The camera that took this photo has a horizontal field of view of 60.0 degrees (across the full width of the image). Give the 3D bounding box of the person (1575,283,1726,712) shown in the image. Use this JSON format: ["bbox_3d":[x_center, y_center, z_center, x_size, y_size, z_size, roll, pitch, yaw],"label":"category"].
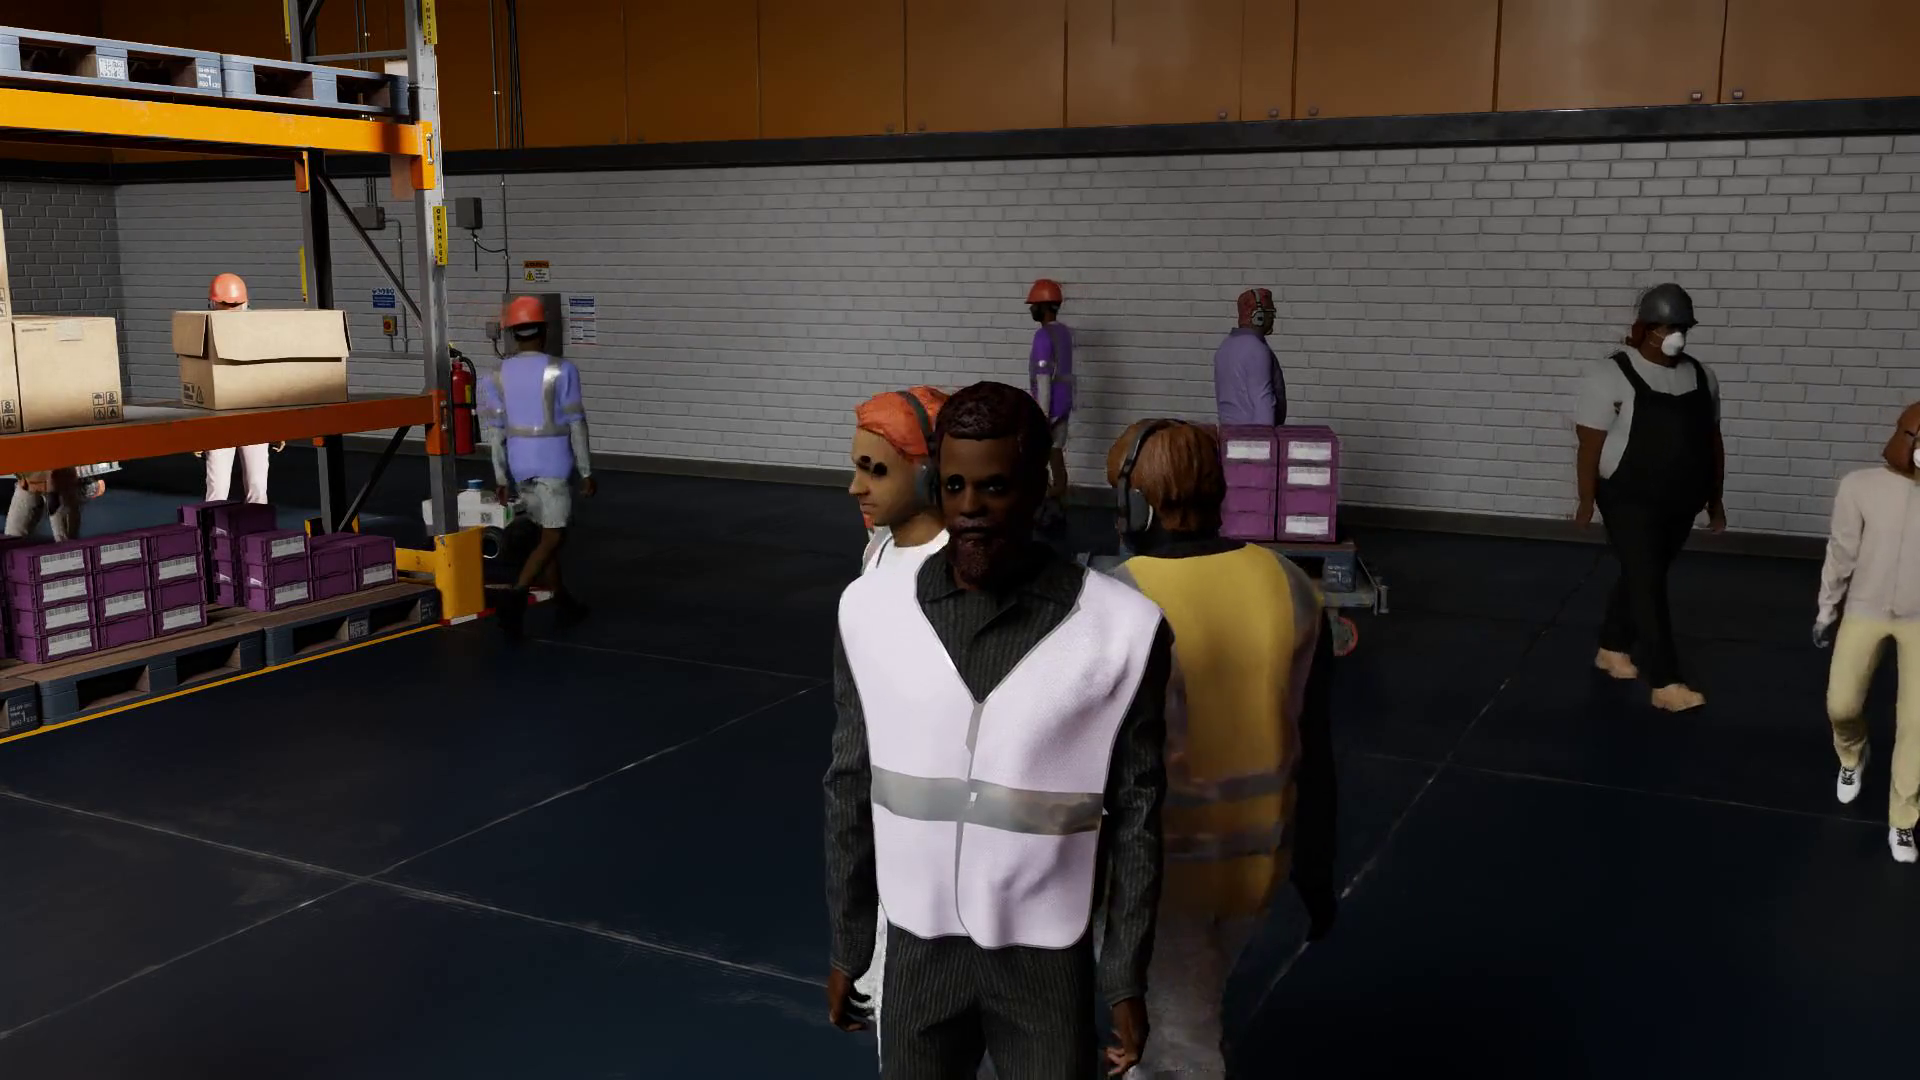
[{"bbox_3d":[3.344,-0.256,7.959,0.692,2.000,1.007,-2,10,-14],"label":"person"}]

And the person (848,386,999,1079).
[{"bbox_3d":[-0.039,0.601,3.521,0.557,1.865,0.582,-5,11,-25],"label":"person"}]

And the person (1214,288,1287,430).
[{"bbox_3d":[1.810,-0.592,10.287,0.407,1.910,0.640,-2,10,-14],"label":"person"}]

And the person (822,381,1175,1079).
[{"bbox_3d":[0.056,0.686,2.857,0.593,1.920,0.392,2,10,12],"label":"person"}]

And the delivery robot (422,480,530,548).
[{"bbox_3d":[-3.346,-0.175,11.514,0.707,0.478,0.477,3,10,15],"label":"delivery robot"}]

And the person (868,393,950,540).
[{"bbox_3d":[-0.089,0.279,6.036,0.507,1.631,0.265,-4,10,-20],"label":"person"}]

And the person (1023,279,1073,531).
[{"bbox_3d":[0.662,-1.017,12.691,0.417,1.922,0.561,5,11,27],"label":"person"}]

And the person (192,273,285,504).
[{"bbox_3d":[-4.777,-0.754,10.980,0.621,1.990,0.396,-8,13,-40],"label":"person"}]

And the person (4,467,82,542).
[{"bbox_3d":[-5.180,-0.287,9.311,0.560,1.617,0.610,6,12,32],"label":"person"}]

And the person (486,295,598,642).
[{"bbox_3d":[-2.364,-0.401,9.215,0.557,1.901,0.901,3,10,19],"label":"person"}]

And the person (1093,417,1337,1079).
[{"bbox_3d":[0.362,0.651,3.393,0.652,1.800,0.906,-6,11,-31],"label":"person"}]

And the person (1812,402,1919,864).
[{"bbox_3d":[3.373,0.292,5.986,0.538,1.617,0.606,6,11,29],"label":"person"}]
